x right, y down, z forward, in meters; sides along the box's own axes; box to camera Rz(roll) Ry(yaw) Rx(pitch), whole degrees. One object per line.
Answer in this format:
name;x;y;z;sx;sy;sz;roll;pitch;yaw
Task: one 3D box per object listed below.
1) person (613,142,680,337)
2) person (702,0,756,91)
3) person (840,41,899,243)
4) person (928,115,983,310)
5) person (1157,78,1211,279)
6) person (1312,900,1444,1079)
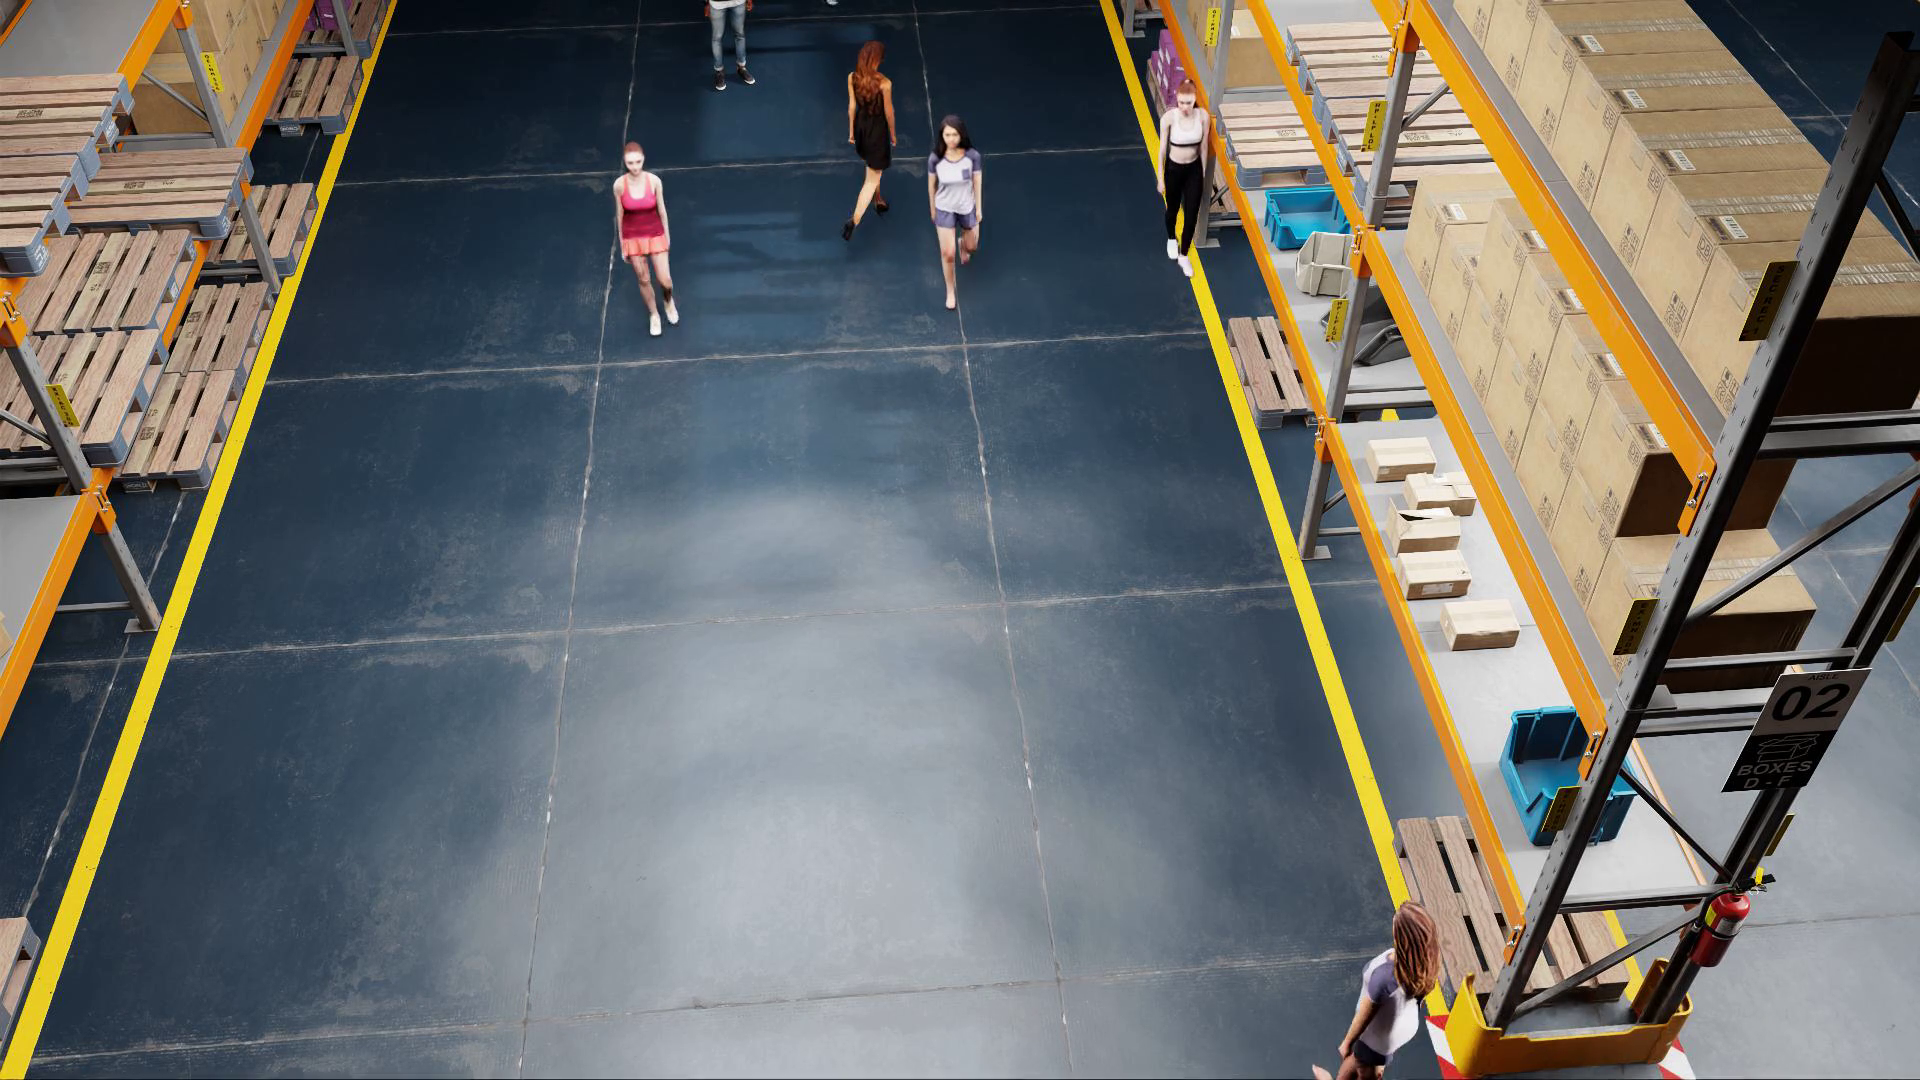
person;-2.547;-2.465;13.419;0.544;1.740;0.618;-4;44;-5
person;-2.314;-5.382;16.424;0.730;1.821;0.671;-16;46;-16
person;-0.794;-3.387;14.343;0.951;1.802;1.205;15;46;16
person;-0.025;-2.782;13.791;0.590;1.687;0.889;-3;44;-3
person;1.864;-3.163;14.161;0.598;1.728;0.805;-3;44;-3
person;2.172;2.491;8.255;0.974;1.689;1.142;-28;50;-26
